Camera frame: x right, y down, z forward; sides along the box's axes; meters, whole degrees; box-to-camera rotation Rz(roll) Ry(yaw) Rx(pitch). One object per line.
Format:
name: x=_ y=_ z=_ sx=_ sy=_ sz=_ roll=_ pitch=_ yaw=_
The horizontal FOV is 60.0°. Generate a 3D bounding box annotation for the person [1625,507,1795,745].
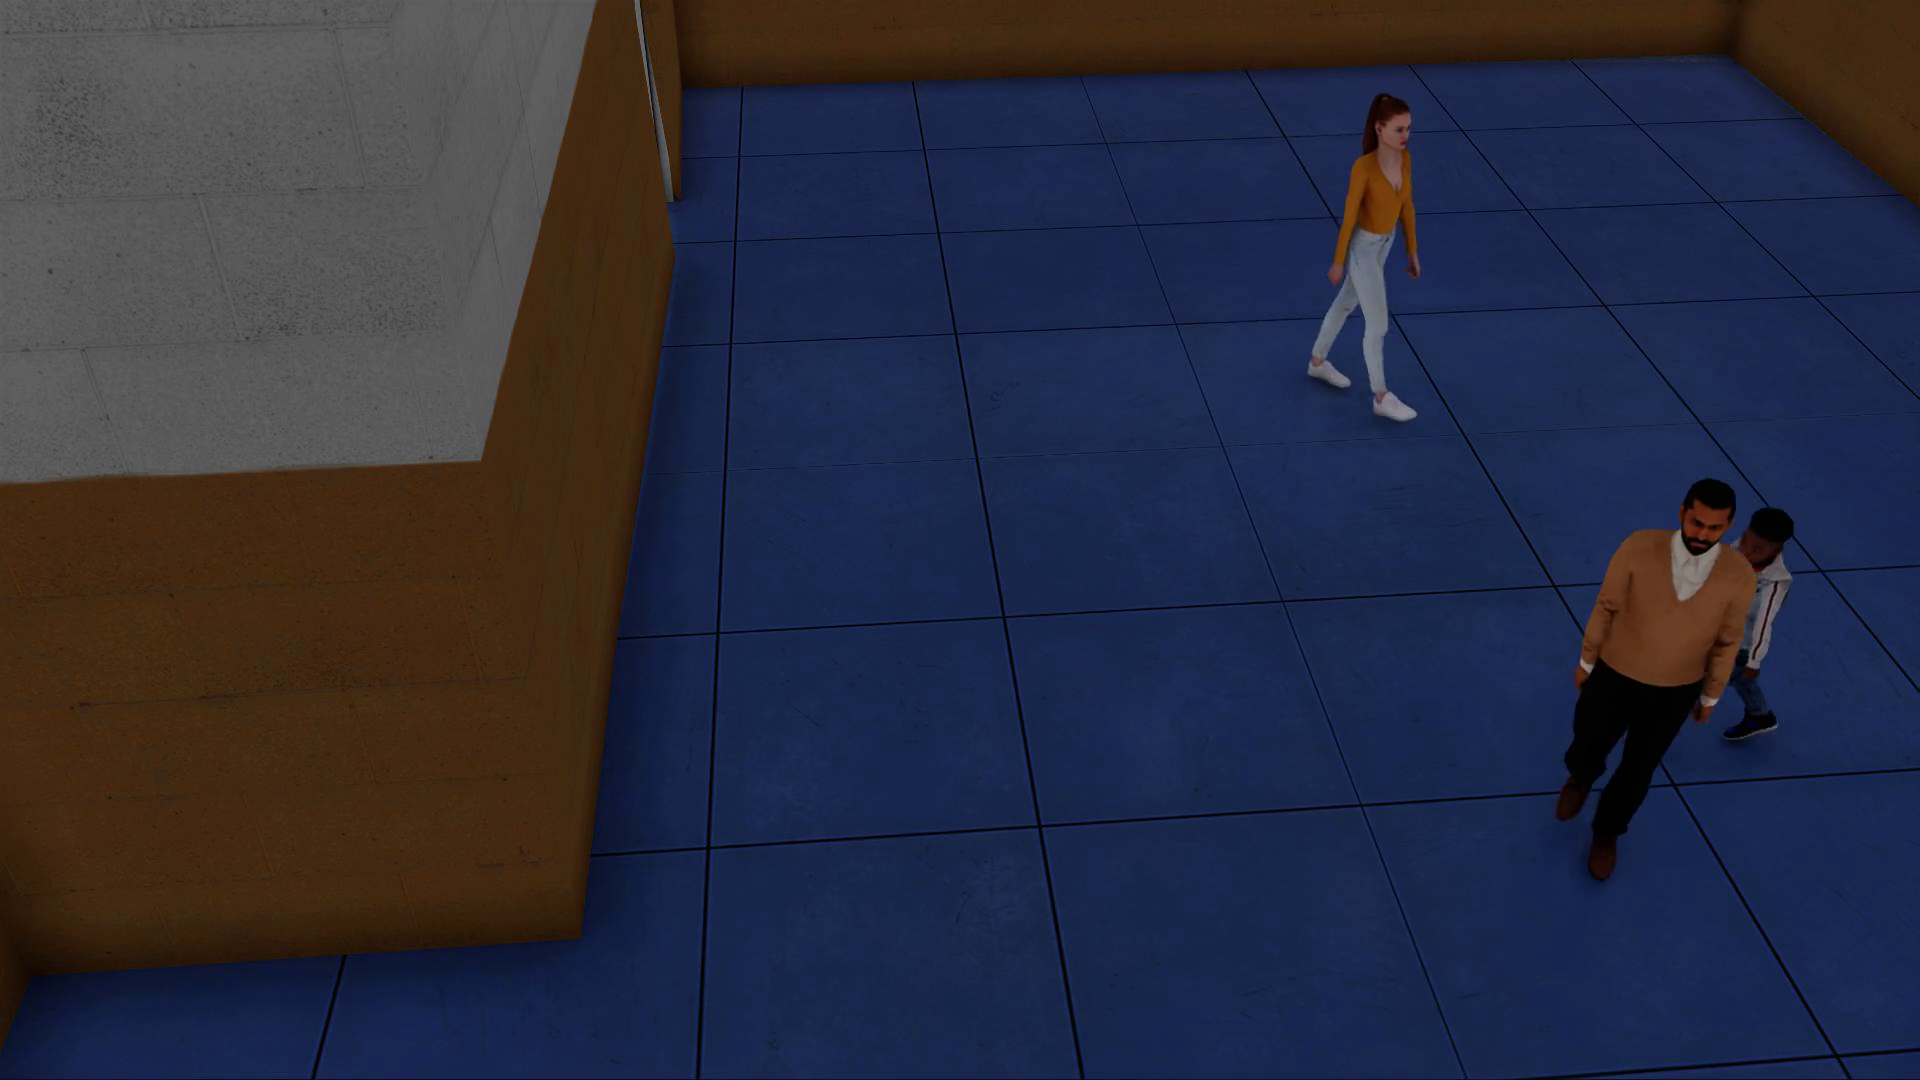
person: x=3.210 y=0.369 z=6.754 sx=0.848 sy=1.237 sz=0.501 roll=-1 pitch=37 yaw=-1

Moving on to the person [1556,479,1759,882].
person: x=2.559 y=0.463 z=6.196 sx=0.819 sy=1.749 sz=0.881 roll=13 pitch=39 yaw=17

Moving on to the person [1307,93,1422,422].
person: x=2.111 y=-1.555 z=8.917 sx=1.026 sy=1.719 sz=1.014 roll=31 pitch=46 yaw=34
